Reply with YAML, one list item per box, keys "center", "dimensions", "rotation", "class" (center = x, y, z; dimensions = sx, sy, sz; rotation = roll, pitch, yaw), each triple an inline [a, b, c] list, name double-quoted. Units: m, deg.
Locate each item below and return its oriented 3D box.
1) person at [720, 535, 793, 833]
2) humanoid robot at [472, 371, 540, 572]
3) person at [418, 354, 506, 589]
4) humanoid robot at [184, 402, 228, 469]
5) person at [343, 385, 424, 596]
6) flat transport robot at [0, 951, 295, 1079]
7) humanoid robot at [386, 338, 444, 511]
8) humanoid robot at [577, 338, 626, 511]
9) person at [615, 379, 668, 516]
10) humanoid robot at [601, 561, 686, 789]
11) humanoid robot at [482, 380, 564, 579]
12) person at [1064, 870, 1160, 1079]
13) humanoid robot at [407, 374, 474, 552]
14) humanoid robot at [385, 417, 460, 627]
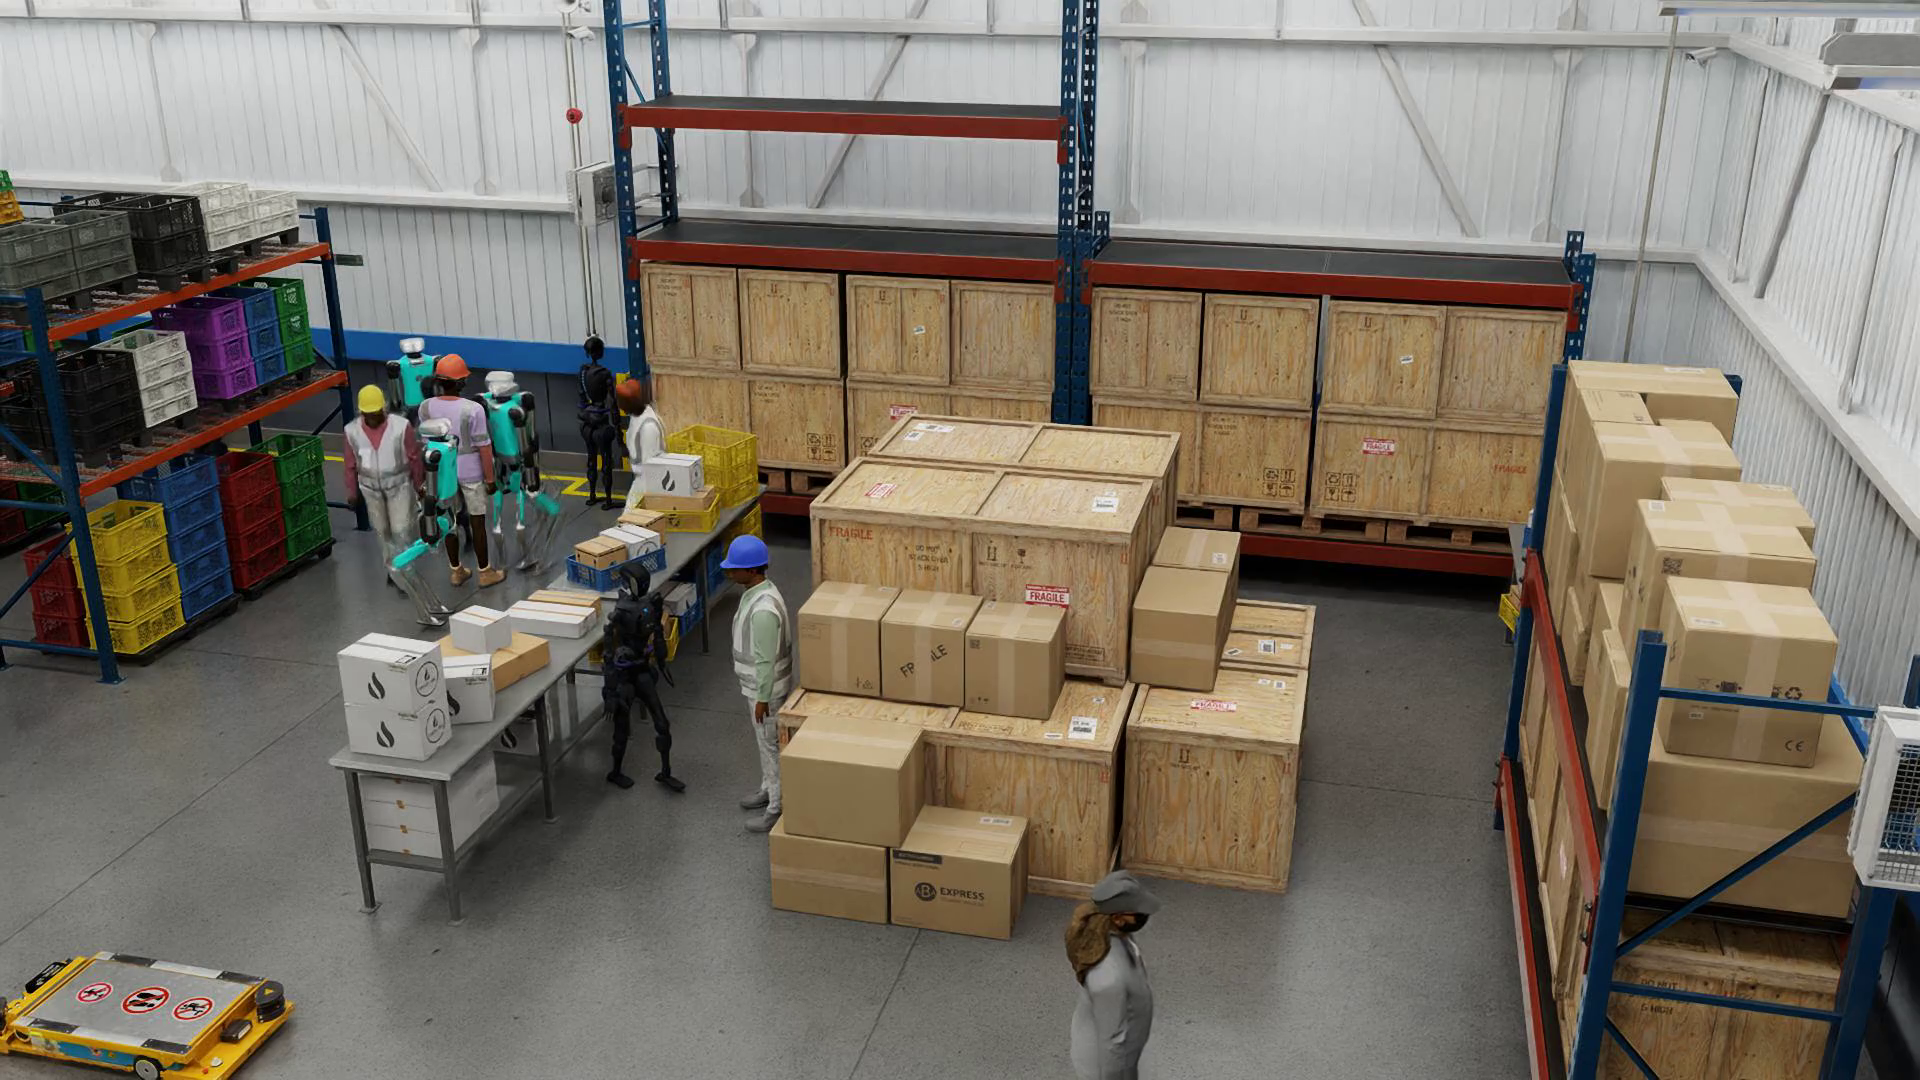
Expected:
- center: [-1.249, 0.883, 10.403]
  dimensions: [0.414, 1.940, 0.604]
  rotation: [-5, 22, -13]
  class: "person"
- center: [-3.909, -0.552, 14.347]
  dimensions: [0.531, 1.742, 0.695]
  rotation: [-2, 21, -6]
  class: "humanoid robot"
- center: [-4.207, -0.572, 14.061]
  dimensions: [0.606, 2.043, 0.375]
  rotation: [4, 21, 11]
  class: "person"
- center: [-7.065, -0.992, 15.711]
  dimensions: [0.602, 1.622, 0.692]
  rotation: [15, 26, 35]
  class: "humanoid robot"
- center: [-4.846, -0.400, 13.934]
  dimensions: [0.615, 1.805, 0.719]
  rotation: [-2, 21, -5]
  class: "person"
- center: [-4.270, 2.464, 8.601]
  dimensions: [1.431, 0.231, 0.659]
  rotation: [5, 22, 13]
  class: "flat transport robot"
- center: [-5.174, -1.129, 15.870]
  dimensions: [0.531, 1.732, 0.738]
  rotation: [-11, 24, -27]
  class: "humanoid robot"
- center: [-3.480, -1.130, 16.012]
  dimensions: [0.599, 1.655, 0.315]
  rotation: [19, 28, 40]
  class: "humanoid robot"
- center: [-2.733, -0.485, 14.107]
  dimensions: [0.798, 1.846, 0.633]
  rotation: [-9, 23, -22]
  class: "person"
- center: [-2.094, 0.879, 10.807]
  dimensions: [0.584, 1.628, 0.589]
  rotation: [12, 24, 28]
  class: "humanoid robot"
- center: [-3.703, -0.570, 14.411]
  dimensions: [0.535, 1.747, 0.673]
  rotation: [17, 27, 38]
  class: "humanoid robot"
- center: [0.633, 2.203, 7.178]
  dimensions: [0.395, 1.769, 0.564]
  rotation: [1, 21, 3]
  class: "person"
- center: [-4.611, -0.698, 14.900]
  dimensions: [0.600, 1.647, 0.354]
  rotation: [-2, 21, -5]
  class: "humanoid robot"
- center: [-4.313, -0.153, 13.255]
  dimensions: [0.744, 1.690, 0.530]
  rotation: [1, 21, 4]
  class: "humanoid robot"
